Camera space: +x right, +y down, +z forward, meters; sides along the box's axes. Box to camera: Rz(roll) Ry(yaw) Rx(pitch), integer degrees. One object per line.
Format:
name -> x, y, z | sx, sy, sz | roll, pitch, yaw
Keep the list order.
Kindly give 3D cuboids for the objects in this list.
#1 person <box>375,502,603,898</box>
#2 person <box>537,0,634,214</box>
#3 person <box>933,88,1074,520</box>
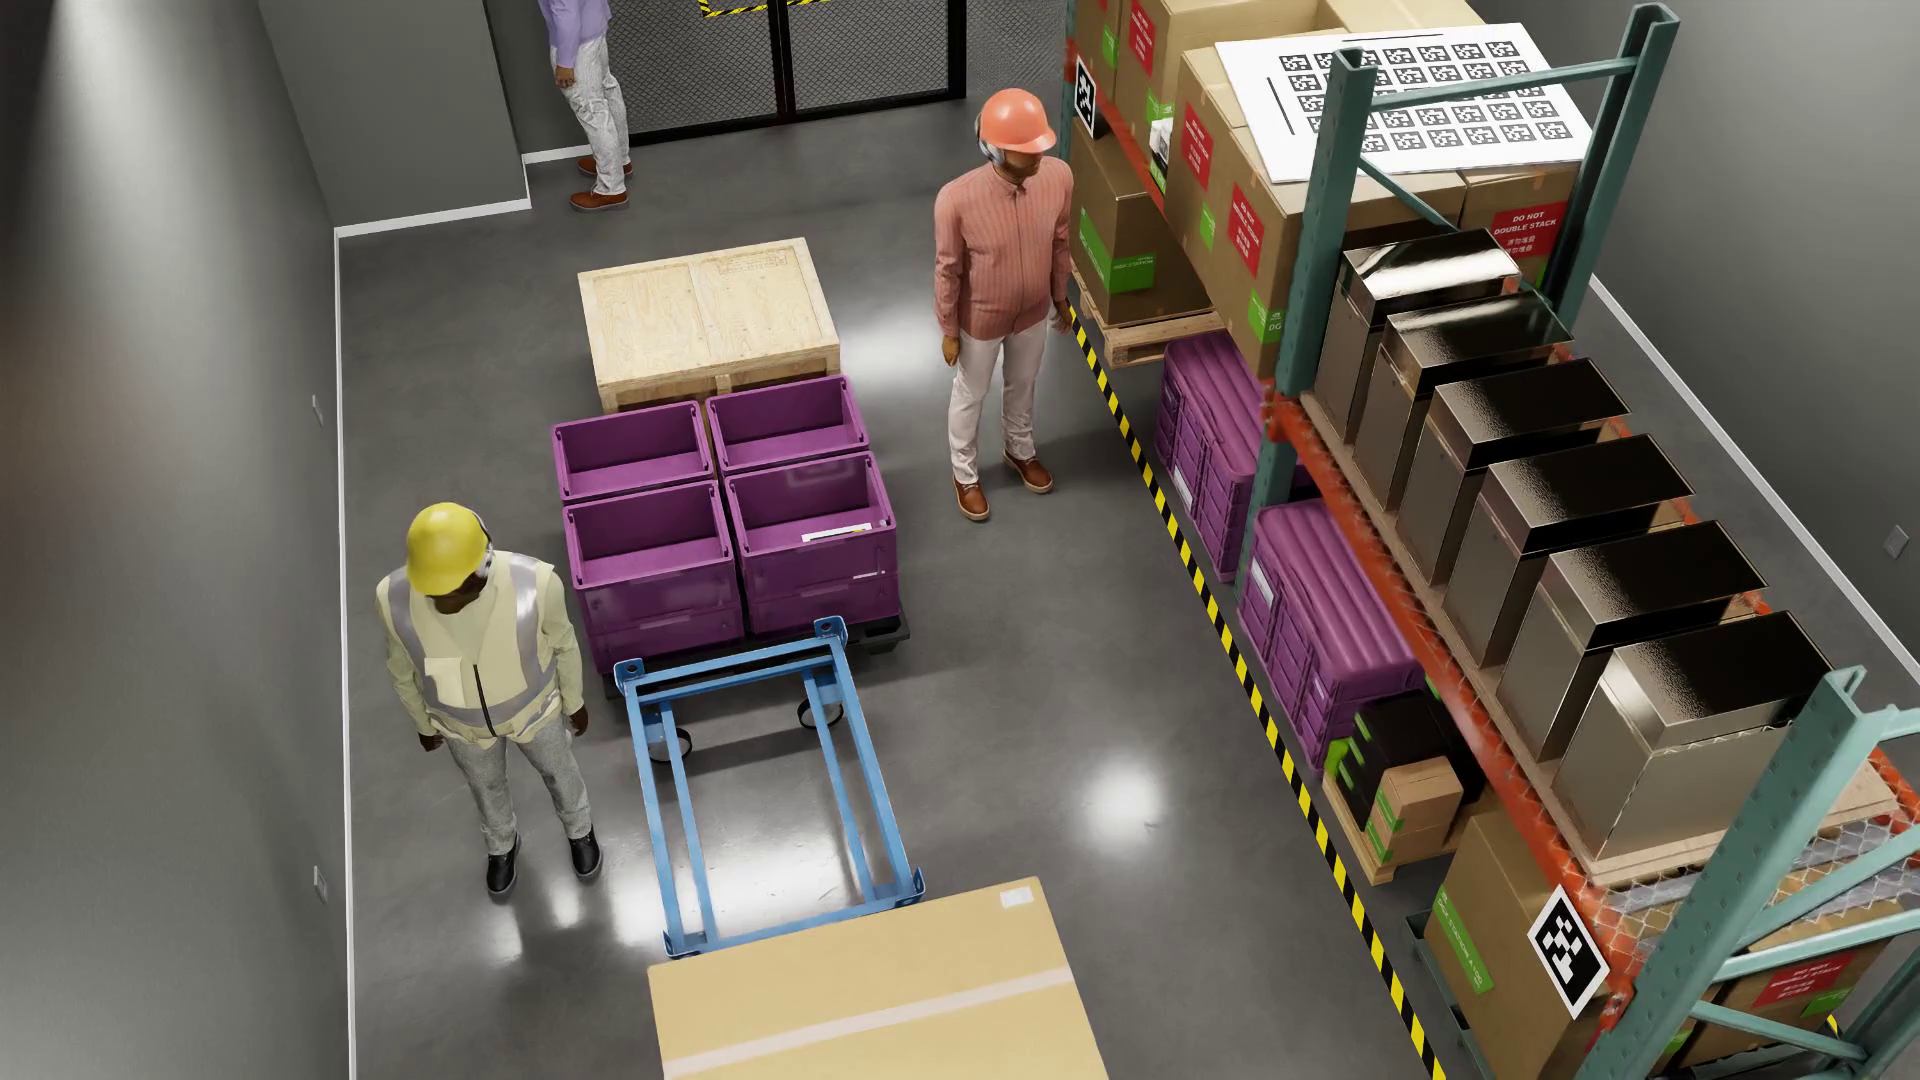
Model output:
person -> -1.518, 0.541, 5.462 | 0.590, 1.831, 0.404 | -9, 48, -8
person -> -1.896, -2.514, 8.195 | 0.355, 1.938, 0.636 | 1, 47, 1
person -> 0.183, -0.930, 6.701 | 0.610, 1.997, 0.373 | -22, 51, -19
